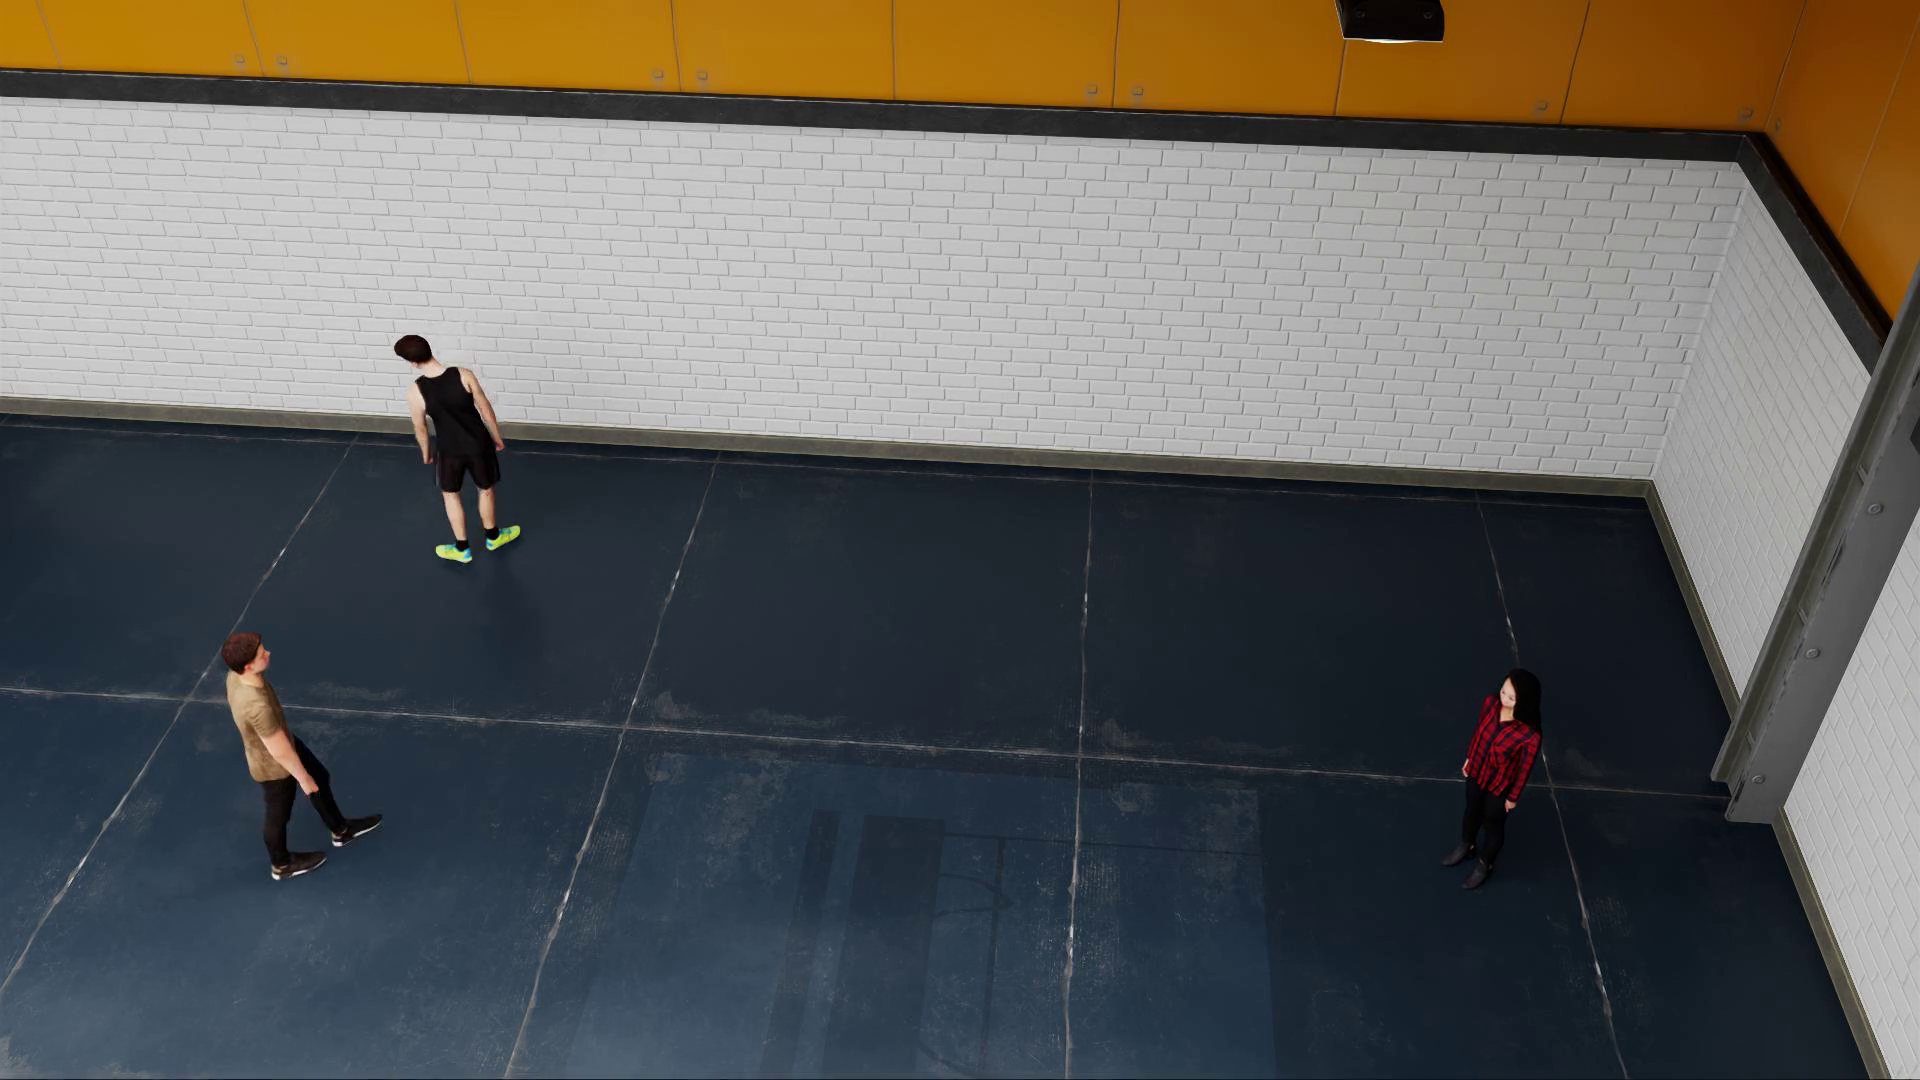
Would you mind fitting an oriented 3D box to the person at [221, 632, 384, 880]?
[{"bbox_3d":[-3.988,1.273,9.476,1.023,1.833,1.012,-17,42,-20],"label":"person"}]

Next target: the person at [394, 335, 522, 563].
[{"bbox_3d":[-3.518,-0.673,11.894,0.863,1.855,0.747,1,39,1],"label":"person"}]

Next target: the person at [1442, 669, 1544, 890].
[{"bbox_3d":[3.080,1.342,9.533,0.718,1.652,0.616,-18,42,-21],"label":"person"}]
